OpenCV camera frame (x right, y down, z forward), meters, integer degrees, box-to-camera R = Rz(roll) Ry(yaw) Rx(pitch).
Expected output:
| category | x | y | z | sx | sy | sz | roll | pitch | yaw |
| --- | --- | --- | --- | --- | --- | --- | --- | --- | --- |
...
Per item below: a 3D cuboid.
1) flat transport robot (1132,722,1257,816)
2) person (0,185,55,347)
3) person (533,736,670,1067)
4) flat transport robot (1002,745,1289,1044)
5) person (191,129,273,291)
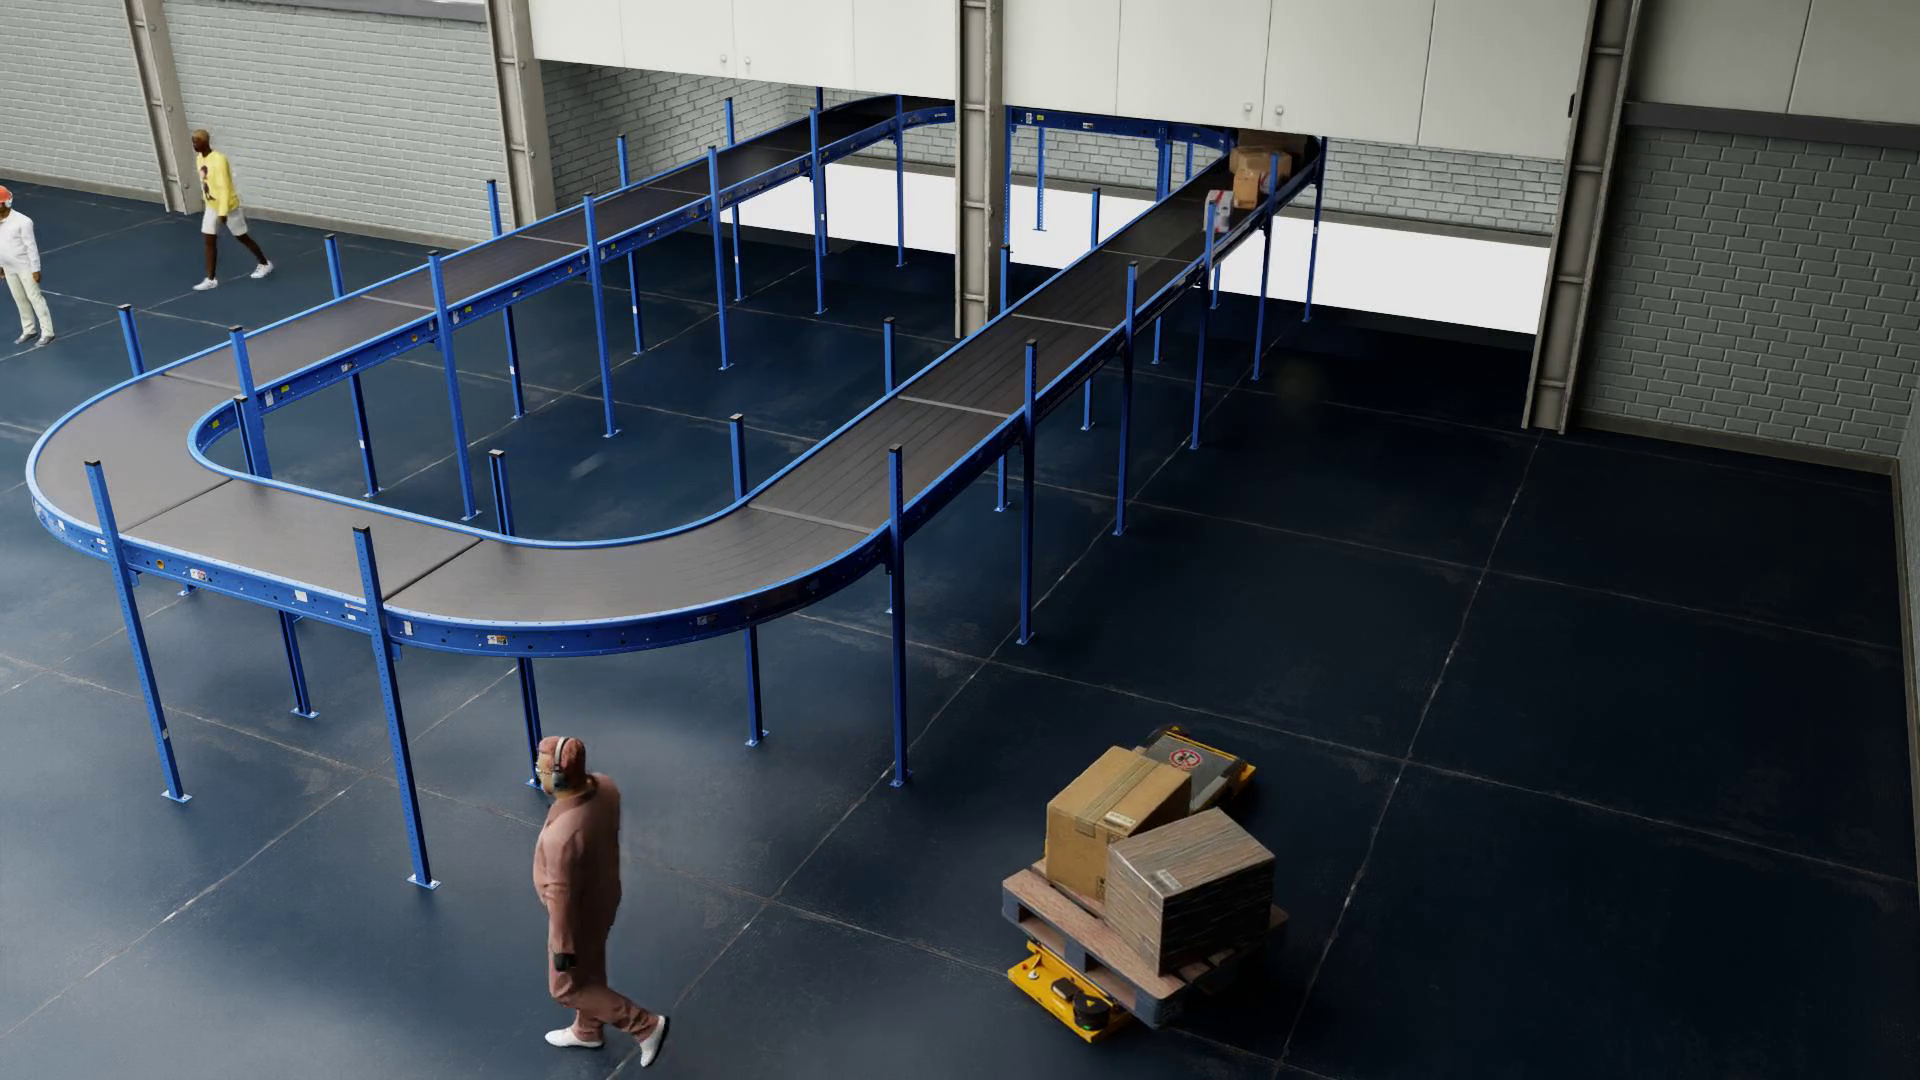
| category | x | y | z | sx | sy | sz | roll | pitch | yaw |
| --- | --- | --- | --- | --- | --- | --- | --- | --- | --- |
| flat transport robot | 1.210 | 1.604 | 10.244 | 0.659 | 0.231 | 1.431 | 18 | 32 | 32 |
| person | -10.043 | -2.923 | 17.707 | 0.562 | 1.743 | 0.347 | 8 | 28 | 17 |
| person | -1.790 | 1.780 | 8.064 | 0.624 | 1.890 | 0.657 | 3 | 27 | 6 |
| flat transport robot | 0.998 | 2.186 | 9.071 | 1.431 | 0.231 | 0.659 | -20 | 33 | -35 |
| person | -8.692 | -3.921 | 19.603 | 0.547 | 1.852 | 0.971 | 14 | 29 | 25 |
